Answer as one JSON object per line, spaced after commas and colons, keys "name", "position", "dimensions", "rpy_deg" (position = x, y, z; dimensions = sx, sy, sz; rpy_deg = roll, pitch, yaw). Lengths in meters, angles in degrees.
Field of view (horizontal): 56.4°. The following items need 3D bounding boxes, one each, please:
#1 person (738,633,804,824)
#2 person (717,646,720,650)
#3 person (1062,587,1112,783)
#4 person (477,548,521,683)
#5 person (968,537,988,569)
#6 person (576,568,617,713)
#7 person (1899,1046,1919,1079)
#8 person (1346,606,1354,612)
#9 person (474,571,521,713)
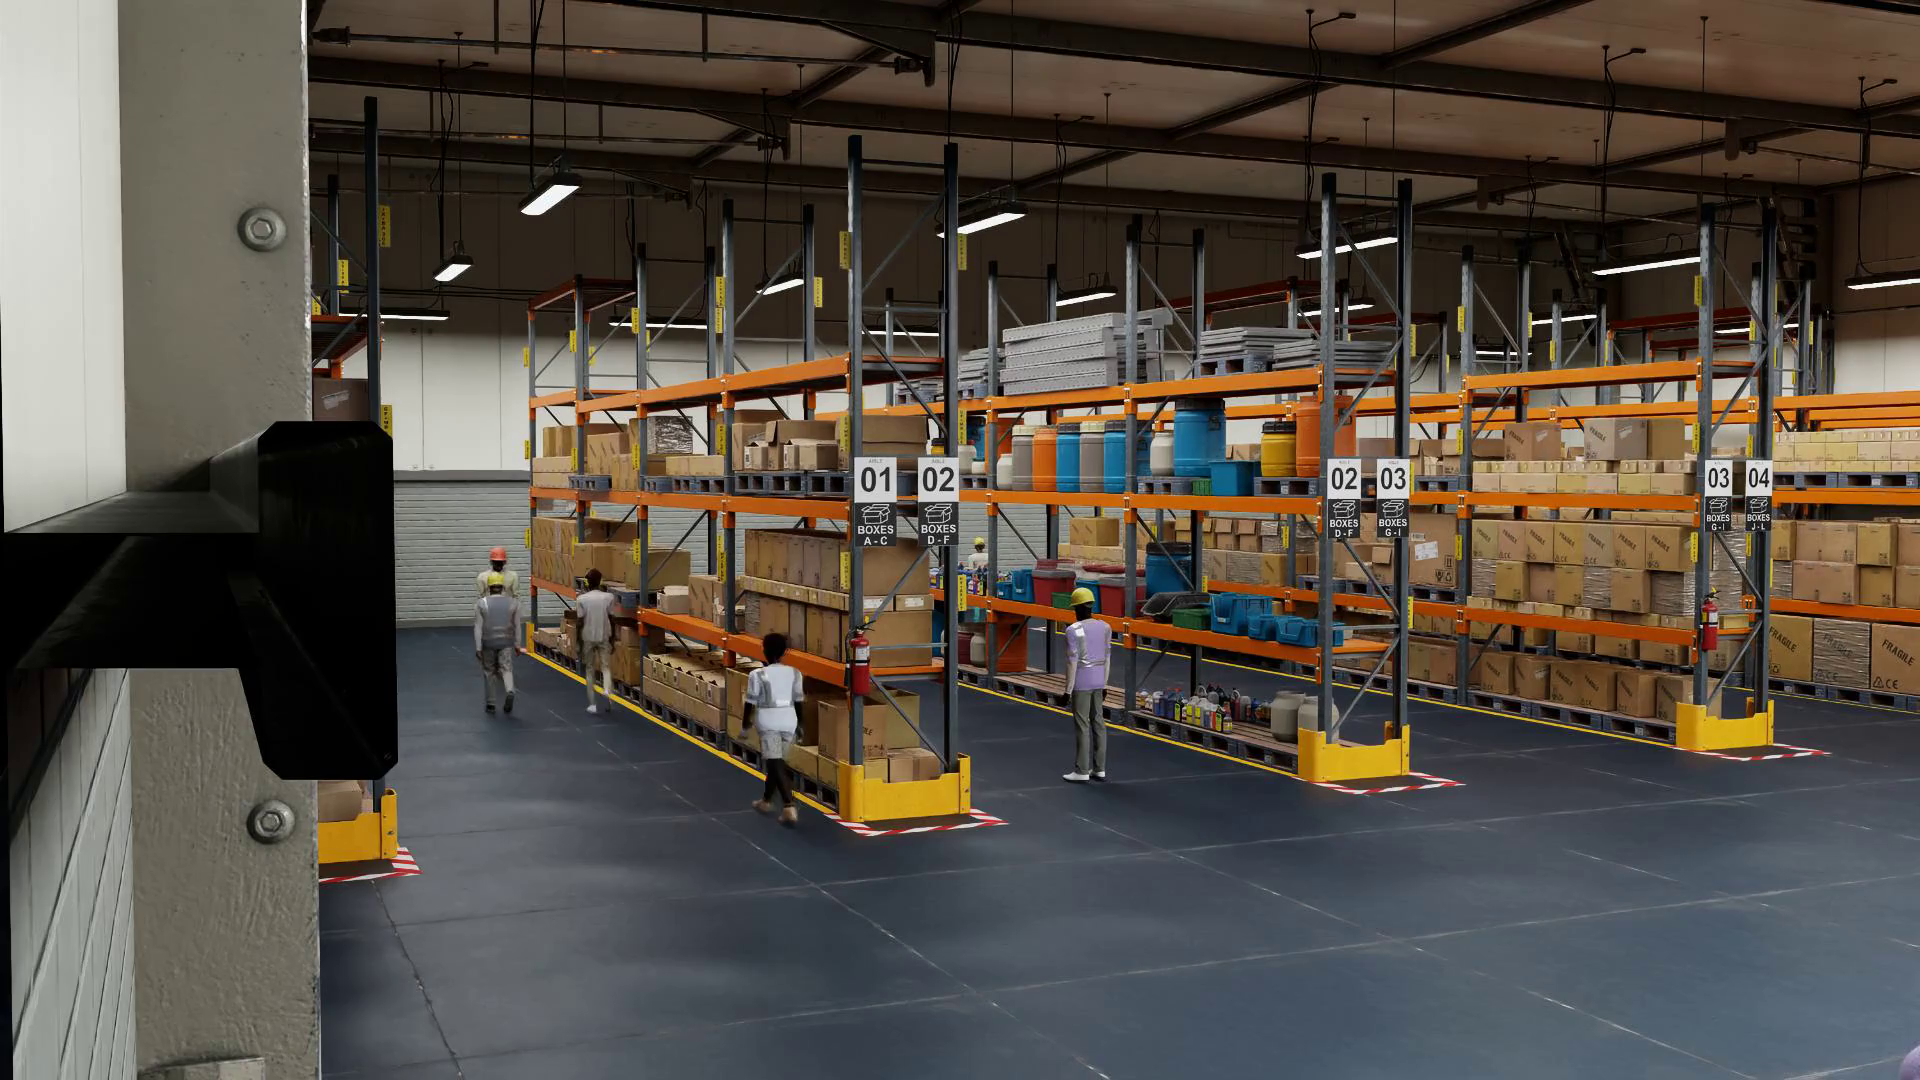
{"name": "person", "position": [-1.630, 1.647, 15.737], "dimensions": [0.542, 1.647, 0.888], "rpy_deg": [-2, 3, -38]}
{"name": "person", "position": [-3.369, 1.303, 25.335], "dimensions": [0.526, 1.581, 0.868], "rpy_deg": [-1, 3, -29]}
{"name": "person", "position": [1.244, 1.430, 17.770], "dimensions": [0.586, 1.923, 0.371], "rpy_deg": [-2, 3, -41]}
{"name": "person", "position": [-6.823, 1.086, 26.475], "dimensions": [0.618, 1.971, 0.912], "rpy_deg": [-1, 2, -23]}
{"name": "person", "position": [0.399, 0.829, 35.469], "dimensions": [0.522, 1.770, 0.310], "rpy_deg": [-1, 2, -23]}
{"name": "person", "position": [-4.584, 1.277, 22.607], "dimensions": [0.542, 1.854, 0.630], "rpy_deg": [-1, 2, -19]}
{"name": "person", "position": [2.627, 1.953, 4.502], "dimensions": [0.394, 1.895, 0.666], "rpy_deg": [-1, 3, -30]}
{"name": "person", "position": [6.348, 1.015, 29.805], "dimensions": [0.521, 1.838, 0.860], "rpy_deg": [-1, 2, -20]}
{"name": "person", "position": [-5.835, 1.301, 22.646], "dimensions": [0.596, 1.808, 0.740], "rpy_deg": [-1, 2, -26]}
